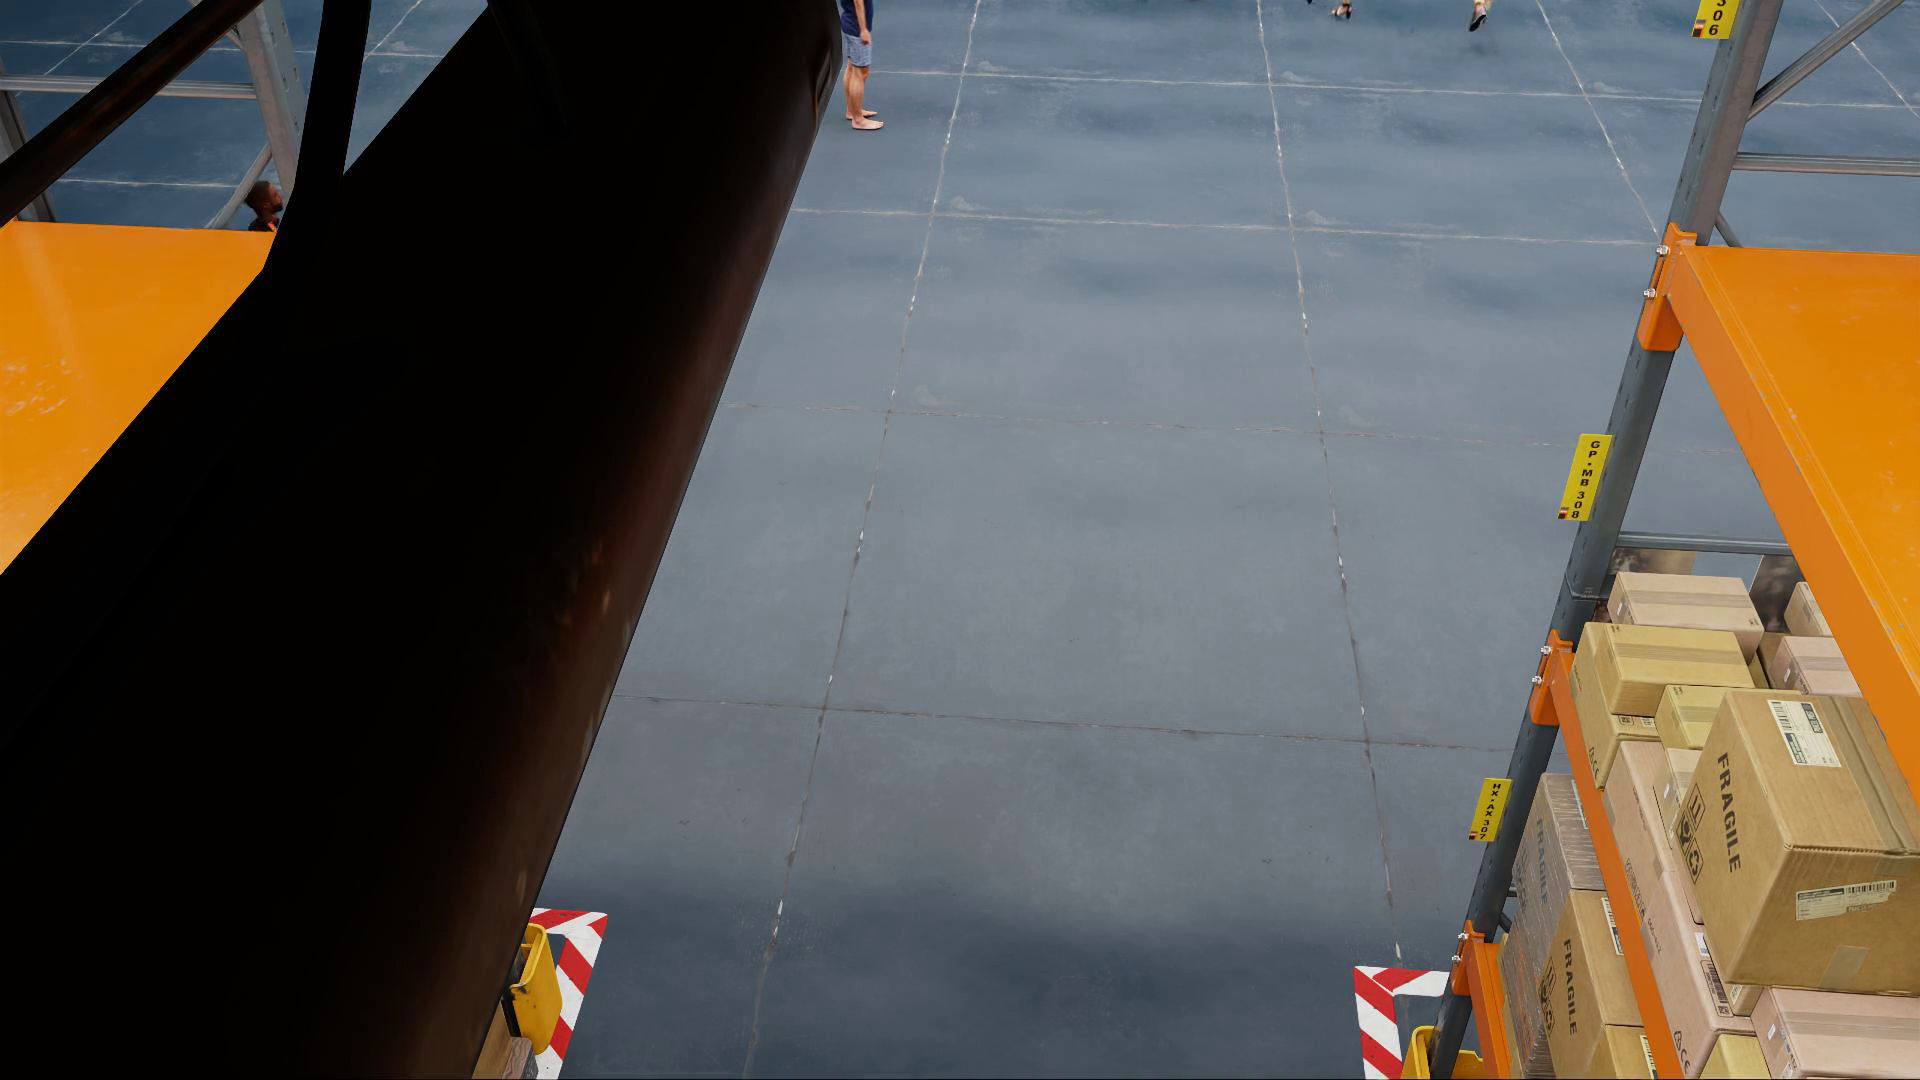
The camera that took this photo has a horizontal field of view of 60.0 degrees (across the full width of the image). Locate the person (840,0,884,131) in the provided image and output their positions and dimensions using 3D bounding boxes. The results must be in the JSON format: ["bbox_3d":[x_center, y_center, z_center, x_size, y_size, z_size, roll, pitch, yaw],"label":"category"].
[{"bbox_3d":[-0.929,-4.621,14.903,0.749,1.850,0.601,-8,39,-10],"label":"person"}]

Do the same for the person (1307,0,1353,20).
[{"bbox_3d":[3.961,-6.210,16.976,1.021,1.799,0.998,32,48,34],"label":"person"}]
